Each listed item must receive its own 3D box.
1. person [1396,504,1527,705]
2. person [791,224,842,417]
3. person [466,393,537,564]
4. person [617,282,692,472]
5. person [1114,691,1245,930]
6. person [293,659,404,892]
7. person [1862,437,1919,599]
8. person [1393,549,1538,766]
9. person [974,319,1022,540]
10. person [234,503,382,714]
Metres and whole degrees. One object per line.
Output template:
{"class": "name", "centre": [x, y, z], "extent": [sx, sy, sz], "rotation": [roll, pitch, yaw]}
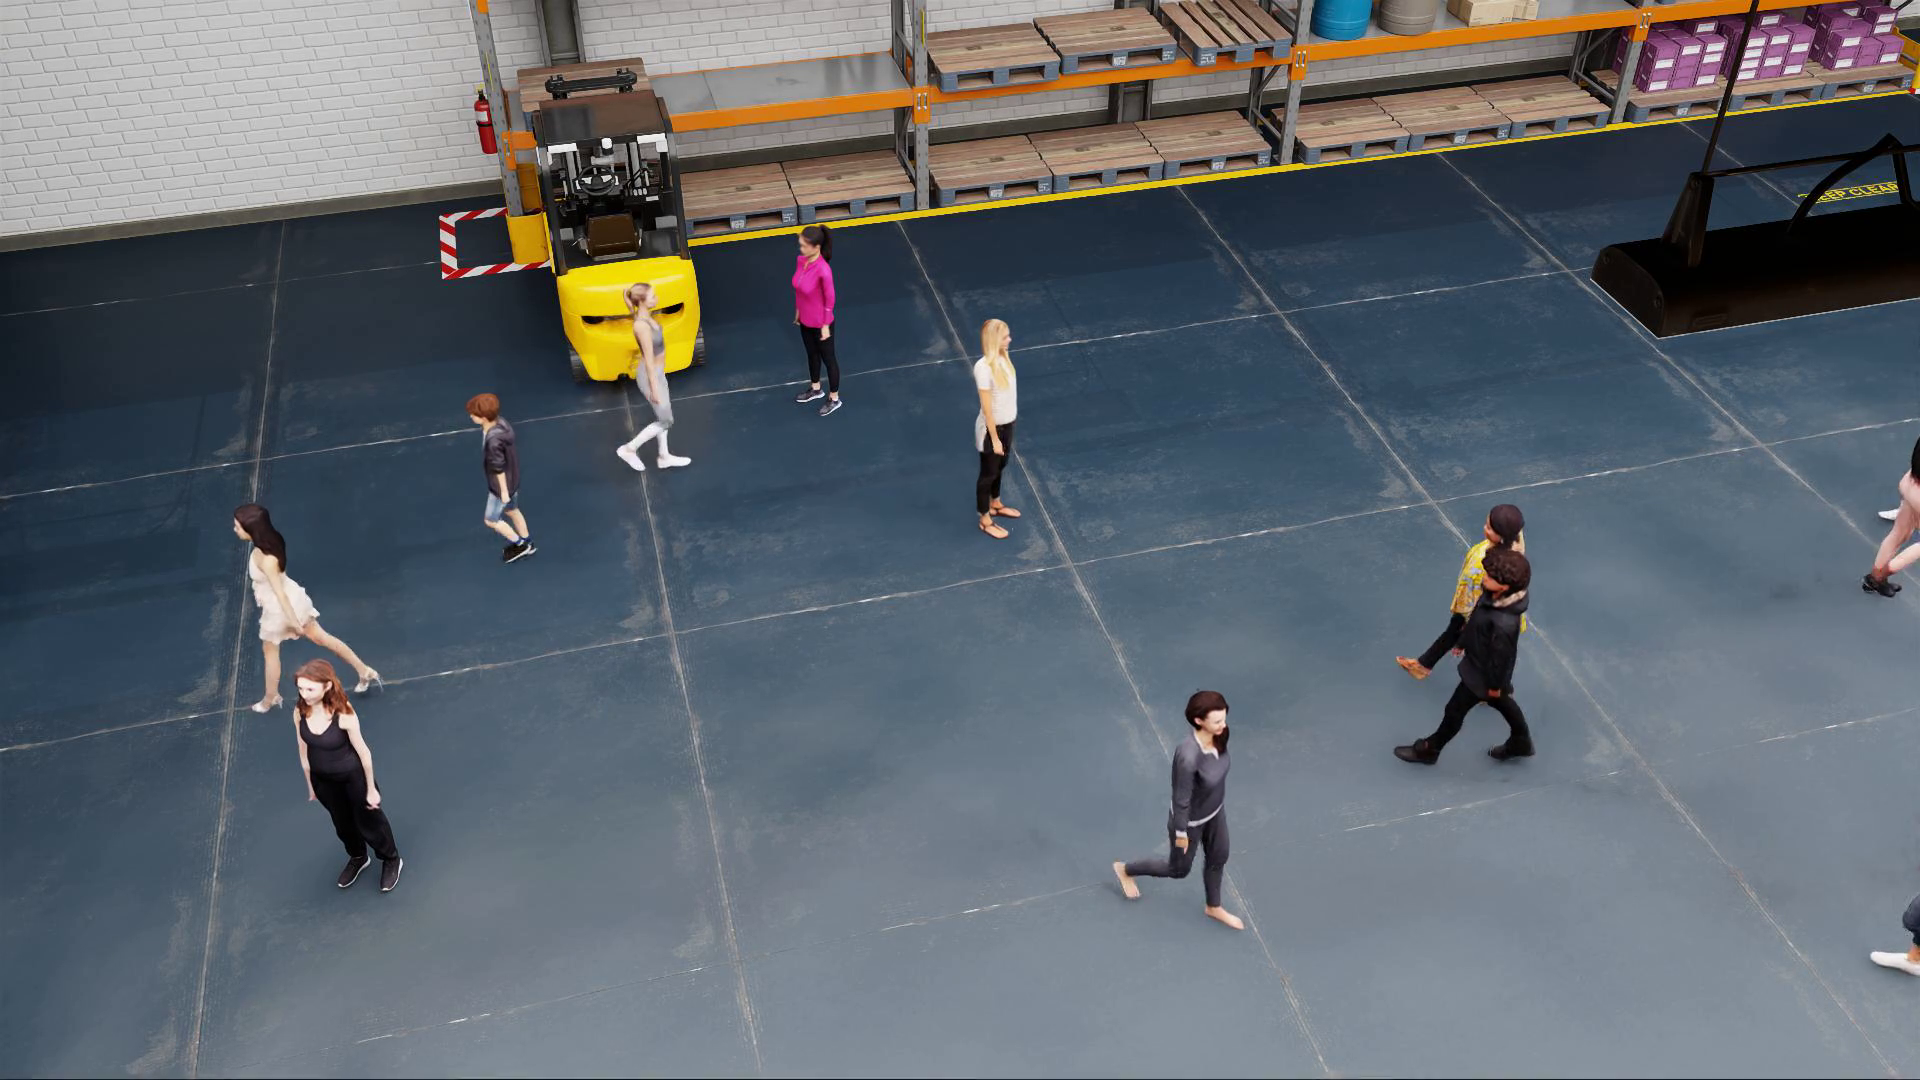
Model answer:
{"class": "person", "centre": [3.540, 0.467, 10.880], "extent": [1.145, 1.617, 0.971], "rotation": [8, 39, 10]}
{"class": "person", "centre": [-1.173, -1.828, 13.695], "extent": [0.705, 1.700, 0.681], "rotation": [-30, 47, -32]}
{"class": "person", "centre": [-3.287, -0.446, 12.167], "extent": [0.566, 1.436, 0.567], "rotation": [-6, 39, -7]}
{"class": "person", "centre": [-2.477, -1.247, 12.966], "extent": [0.804, 1.691, 0.601], "rotation": [-6, 39, -8]}
{"class": "person", "centre": [1.272, 1.521, 9.457], "extent": [1.084, 1.745, 1.061], "rotation": [23, 44, 26]}
{"class": "person", "centre": [-3.574, 1.356, 9.662], "extent": [0.588, 1.748, 0.718], "rotation": [5, 39, 6]}
{"class": "person", "centre": [6.699, -0.282, 11.741], "extent": [0.694, 1.711, 0.682], "rotation": [-1, 39, -1]}
{"class": "person", "centre": [3.389, 0.788, 10.375], "extent": [1.219, 1.744, 0.961], "rotation": [7, 39, 9]}
{"class": "person", "centre": [0.227, -0.840, 12.348], "extent": [0.716, 1.827, 0.692], "rotation": [12, 40, 15]}
{"class": "person", "centre": [-4.294, 0.442, 10.852], "extent": [1.053, 1.690, 0.578], "rotation": [-9, 39, -11]}
